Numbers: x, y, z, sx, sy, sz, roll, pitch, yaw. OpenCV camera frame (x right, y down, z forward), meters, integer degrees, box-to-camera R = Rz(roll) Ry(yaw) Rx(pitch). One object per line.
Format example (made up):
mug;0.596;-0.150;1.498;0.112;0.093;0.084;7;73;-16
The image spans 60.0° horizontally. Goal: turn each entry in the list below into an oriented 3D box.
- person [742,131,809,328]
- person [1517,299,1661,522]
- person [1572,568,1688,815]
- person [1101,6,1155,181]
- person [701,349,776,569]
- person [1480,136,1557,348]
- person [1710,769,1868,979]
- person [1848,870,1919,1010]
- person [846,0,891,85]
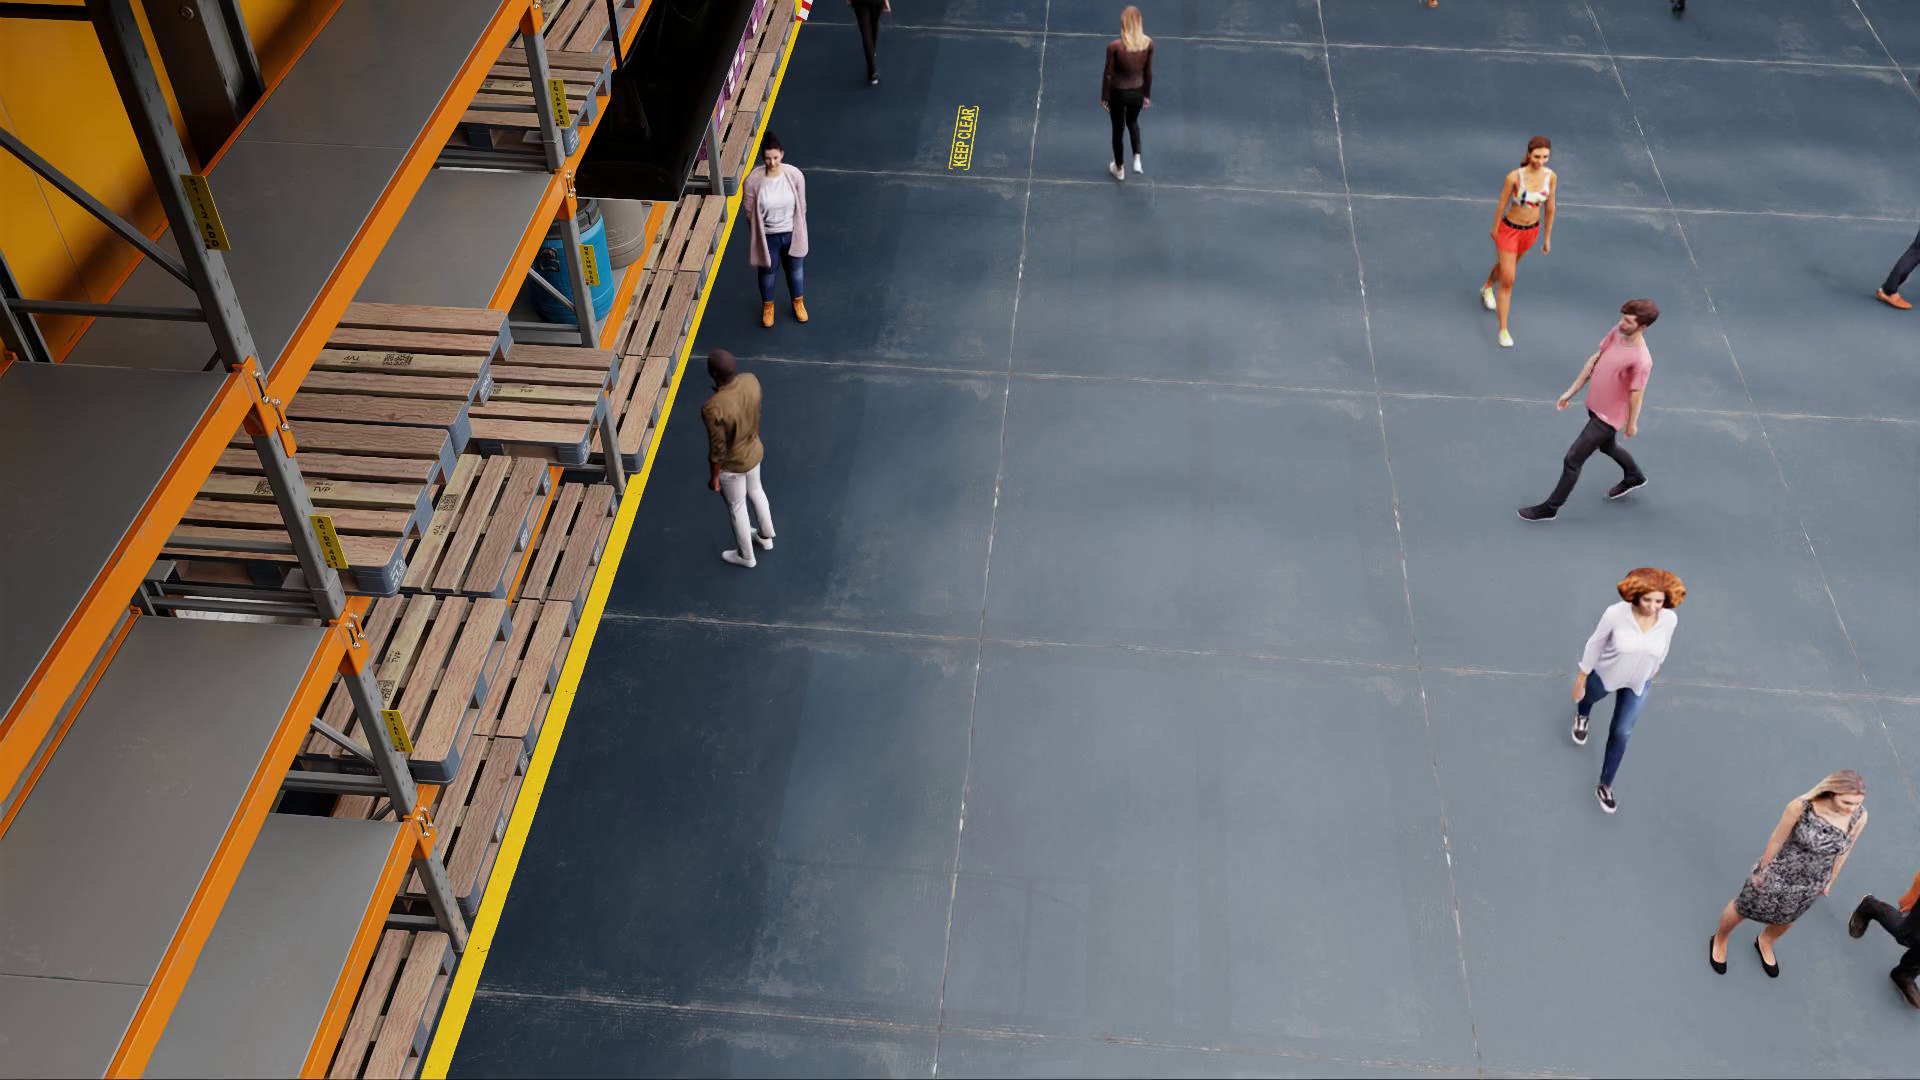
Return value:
person;-1.500;-2.556;13.664;0.767;1.743;0.746;-10;45;-10
person;4.691;-0.922;11.823;0.836;1.919;1.223;-3;44;-4
person;4.049;0.753;10.247;0.756;1.667;1.155;9;44;9
person;1.548;-4.035;15.253;0.732;1.693;0.793;-13;45;-13
person;-1.543;-0.567;11.517;0.862;1.825;0.701;24;49;23
person;4.561;-2.548;13.659;0.723;1.741;1.197;-4;44;-4
person;4.579;1.793;9.134;0.585;1.696;0.527;8;44;8
person;5.364;1.860;9.015;0.725;1.762;0.885;2;44;2
person;-0.926;-5.392;16.742;0.767;1.605;1.111;-6;44;-7
